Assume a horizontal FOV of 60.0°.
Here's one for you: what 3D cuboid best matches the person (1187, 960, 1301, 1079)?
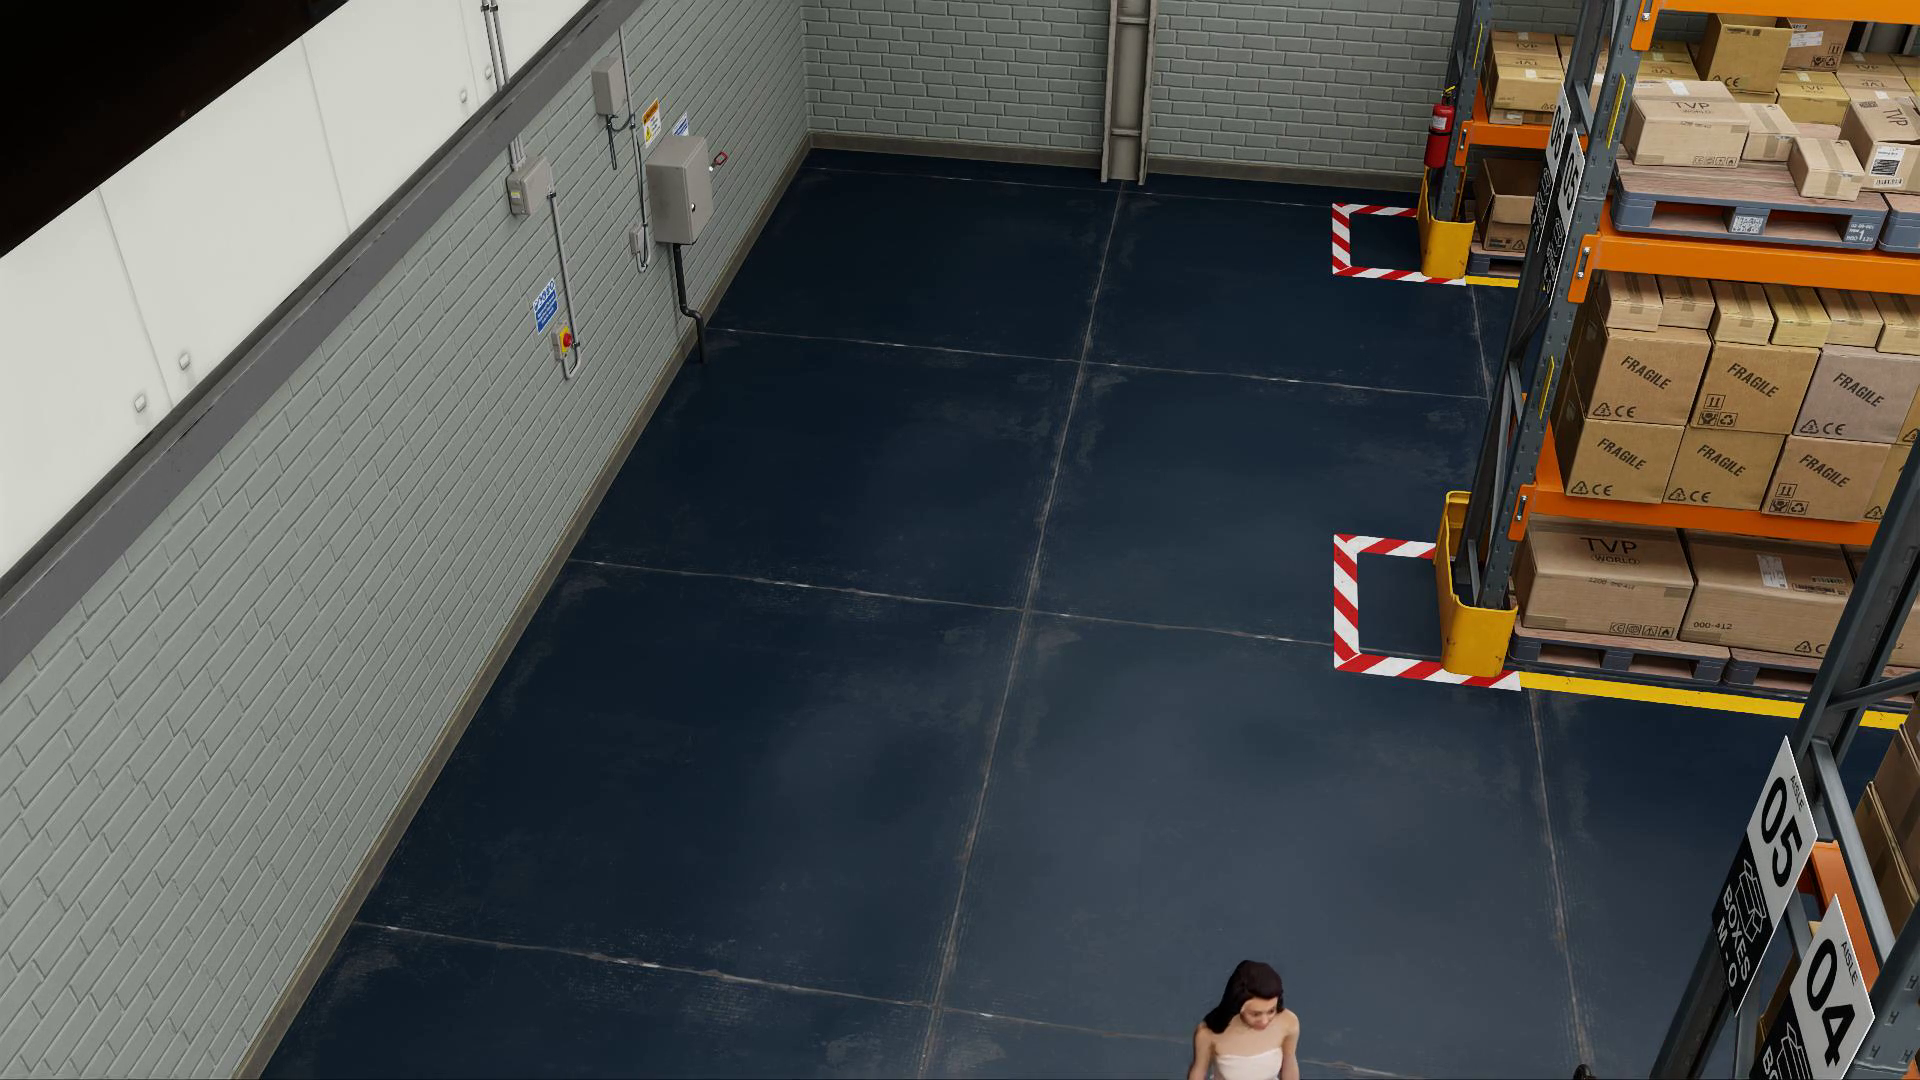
[{"bbox_3d":[1.083,2.172,6.553,0.945,1.716,0.849,-6,38,-8],"label":"person"}]
